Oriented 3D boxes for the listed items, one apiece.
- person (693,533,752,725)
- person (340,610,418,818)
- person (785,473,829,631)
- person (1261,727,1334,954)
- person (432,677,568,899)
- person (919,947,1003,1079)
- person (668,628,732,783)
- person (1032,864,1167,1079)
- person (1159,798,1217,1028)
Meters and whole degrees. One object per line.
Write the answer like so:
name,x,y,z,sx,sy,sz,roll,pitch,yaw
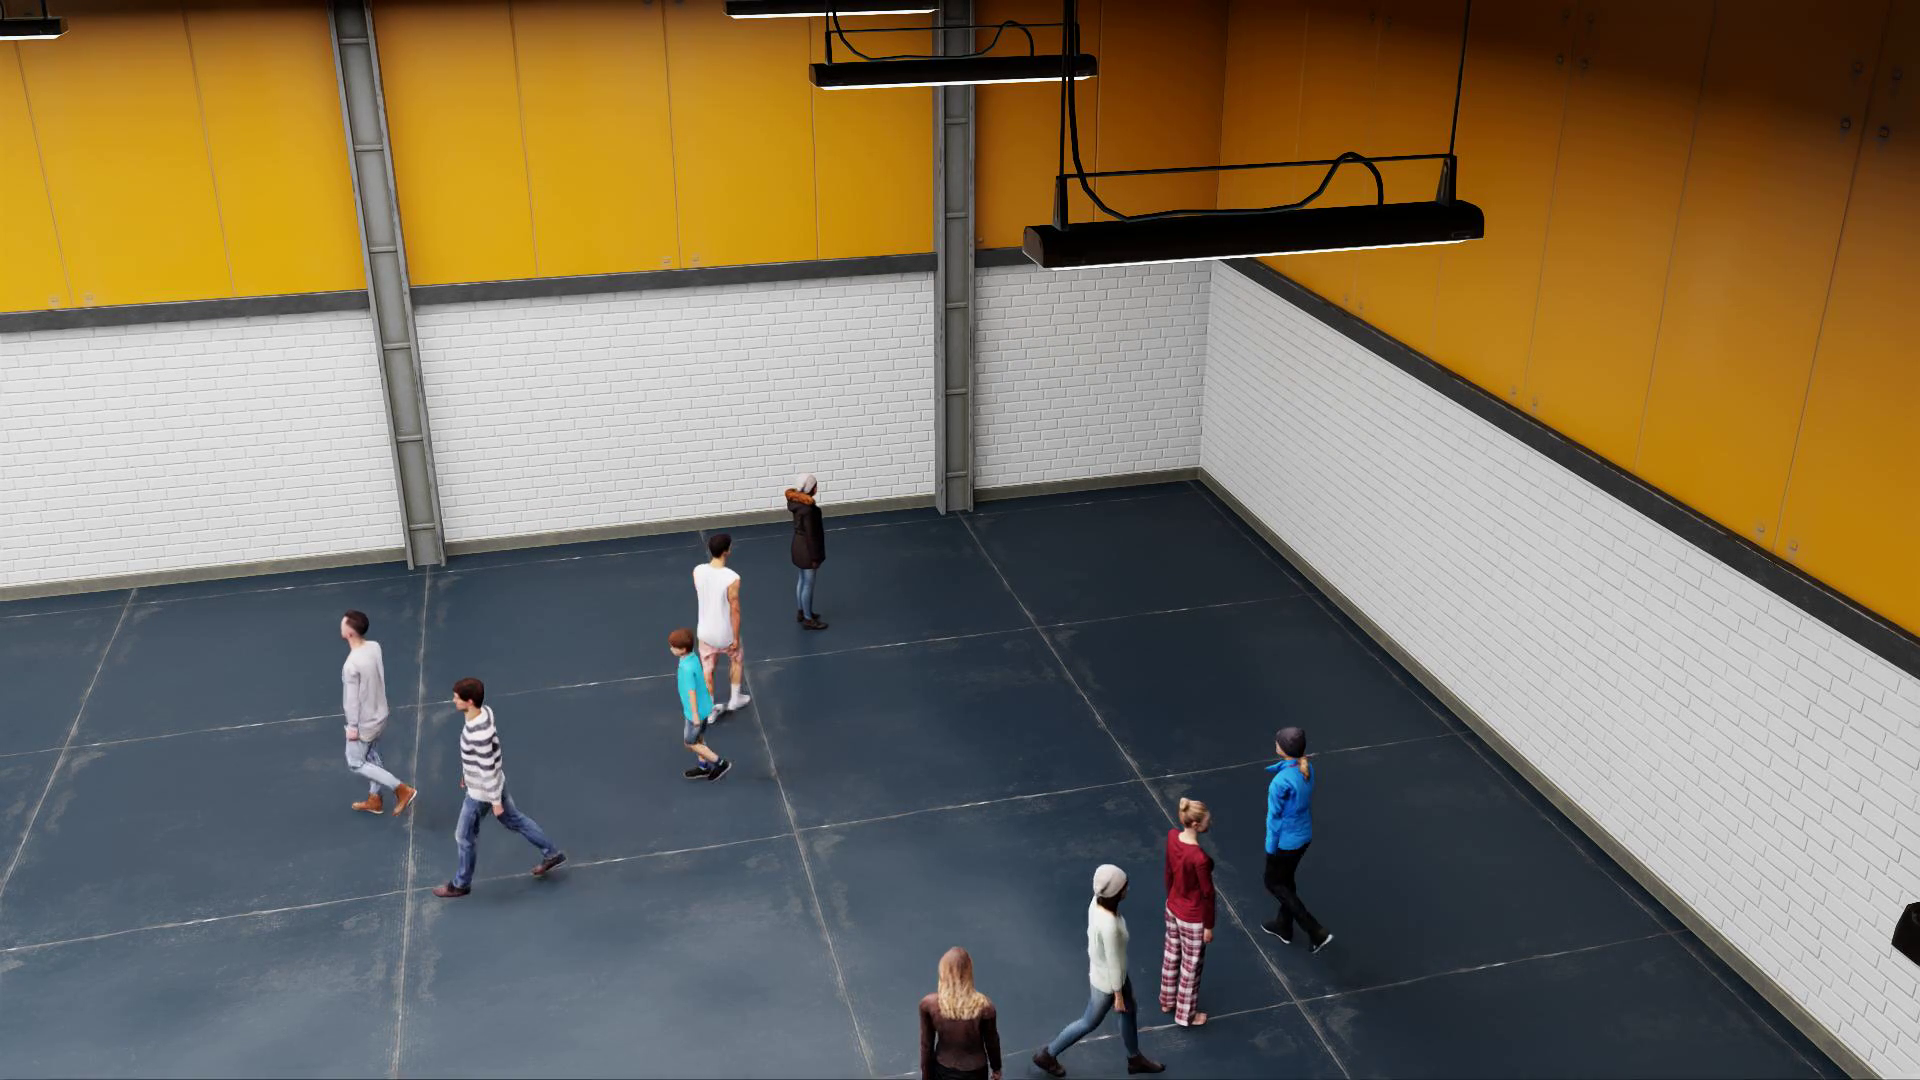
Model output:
person,-2.199,0.830,14.768,0.860,1.761,0.917,8,25,17
person,-4.700,1.421,13.332,0.969,1.827,0.862,2,24,5
person,-1.530,0.096,16.603,0.610,1.635,0.642,-8,25,-18
person,2.390,2.166,11.691,0.944,1.776,0.894,-18,29,-35
person,-3.429,1.836,12.410,1.238,1.806,0.712,-4,24,-10
person,-0.004,3.150,9.577,1.136,1.667,1.025,6,24,13
person,-2.129,1.382,13.922,0.727,1.427,0.604,-1,24,-2
person,0.852,2.769,10.516,1.150,1.612,0.752,-1,24,-1
person,1.523,2.467,11.097,0.574,1.701,0.657,-12,26,-26
